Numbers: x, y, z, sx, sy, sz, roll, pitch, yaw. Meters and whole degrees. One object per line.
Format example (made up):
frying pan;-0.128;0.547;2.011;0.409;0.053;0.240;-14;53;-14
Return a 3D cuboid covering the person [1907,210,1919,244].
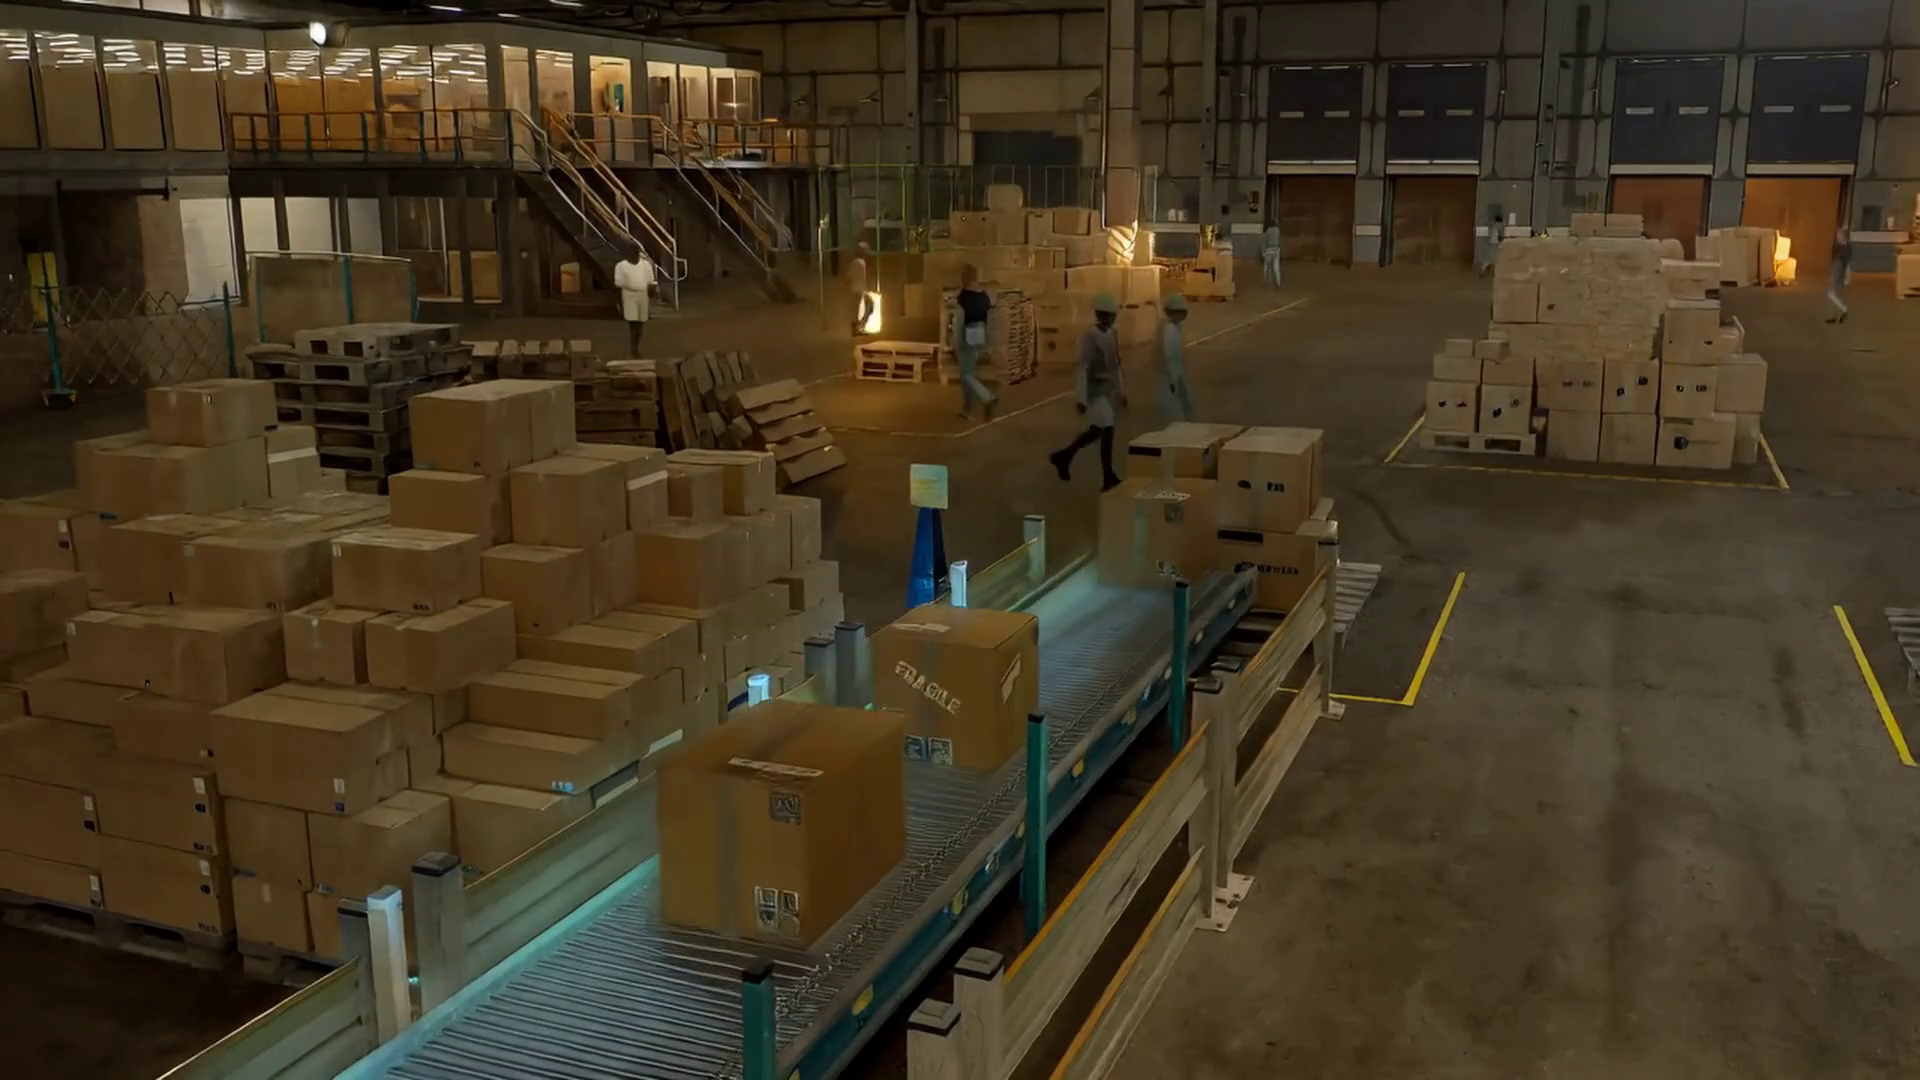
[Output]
person;25.841;-7.947;44.989;0.372;1.925;0.596;1;13;6

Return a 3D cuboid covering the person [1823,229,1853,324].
person;17.275;-5.166;32.667;0.558;1.856;0.480;-6;14;-25

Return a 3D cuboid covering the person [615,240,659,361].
person;-5.062;-3.738;26.136;0.611;1.910;0.974;-8;15;-32

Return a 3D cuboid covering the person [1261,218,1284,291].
person;7.861;-7.185;41.862;0.609;1.806;0.932;-1;13;-6

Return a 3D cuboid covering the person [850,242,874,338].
person;-1.750;-4.491;29.919;0.556;1.721;0.515;-5;14;-21

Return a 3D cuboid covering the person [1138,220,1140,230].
person;5.432;-9.632;52.671;1.012;1.872;0.550;9;15;34

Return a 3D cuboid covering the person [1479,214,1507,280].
person;14.512;-7.906;45.049;0.725;1.821;0.631;-4;13;-17

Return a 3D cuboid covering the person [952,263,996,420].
person;0.177;-2.365;20.017;0.677;1.904;0.594;11;17;40

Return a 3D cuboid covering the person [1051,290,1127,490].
person;1.244;-1.422;15.778;0.870;1.909;0.550;8;15;31

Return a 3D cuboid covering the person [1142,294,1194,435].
person;2.294;-1.704;17.438;0.898;1.715;0.543;6;14;24

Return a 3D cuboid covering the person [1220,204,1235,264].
person;8.054;-9.184;50.401;0.441;1.984;0.638;10;16;37
